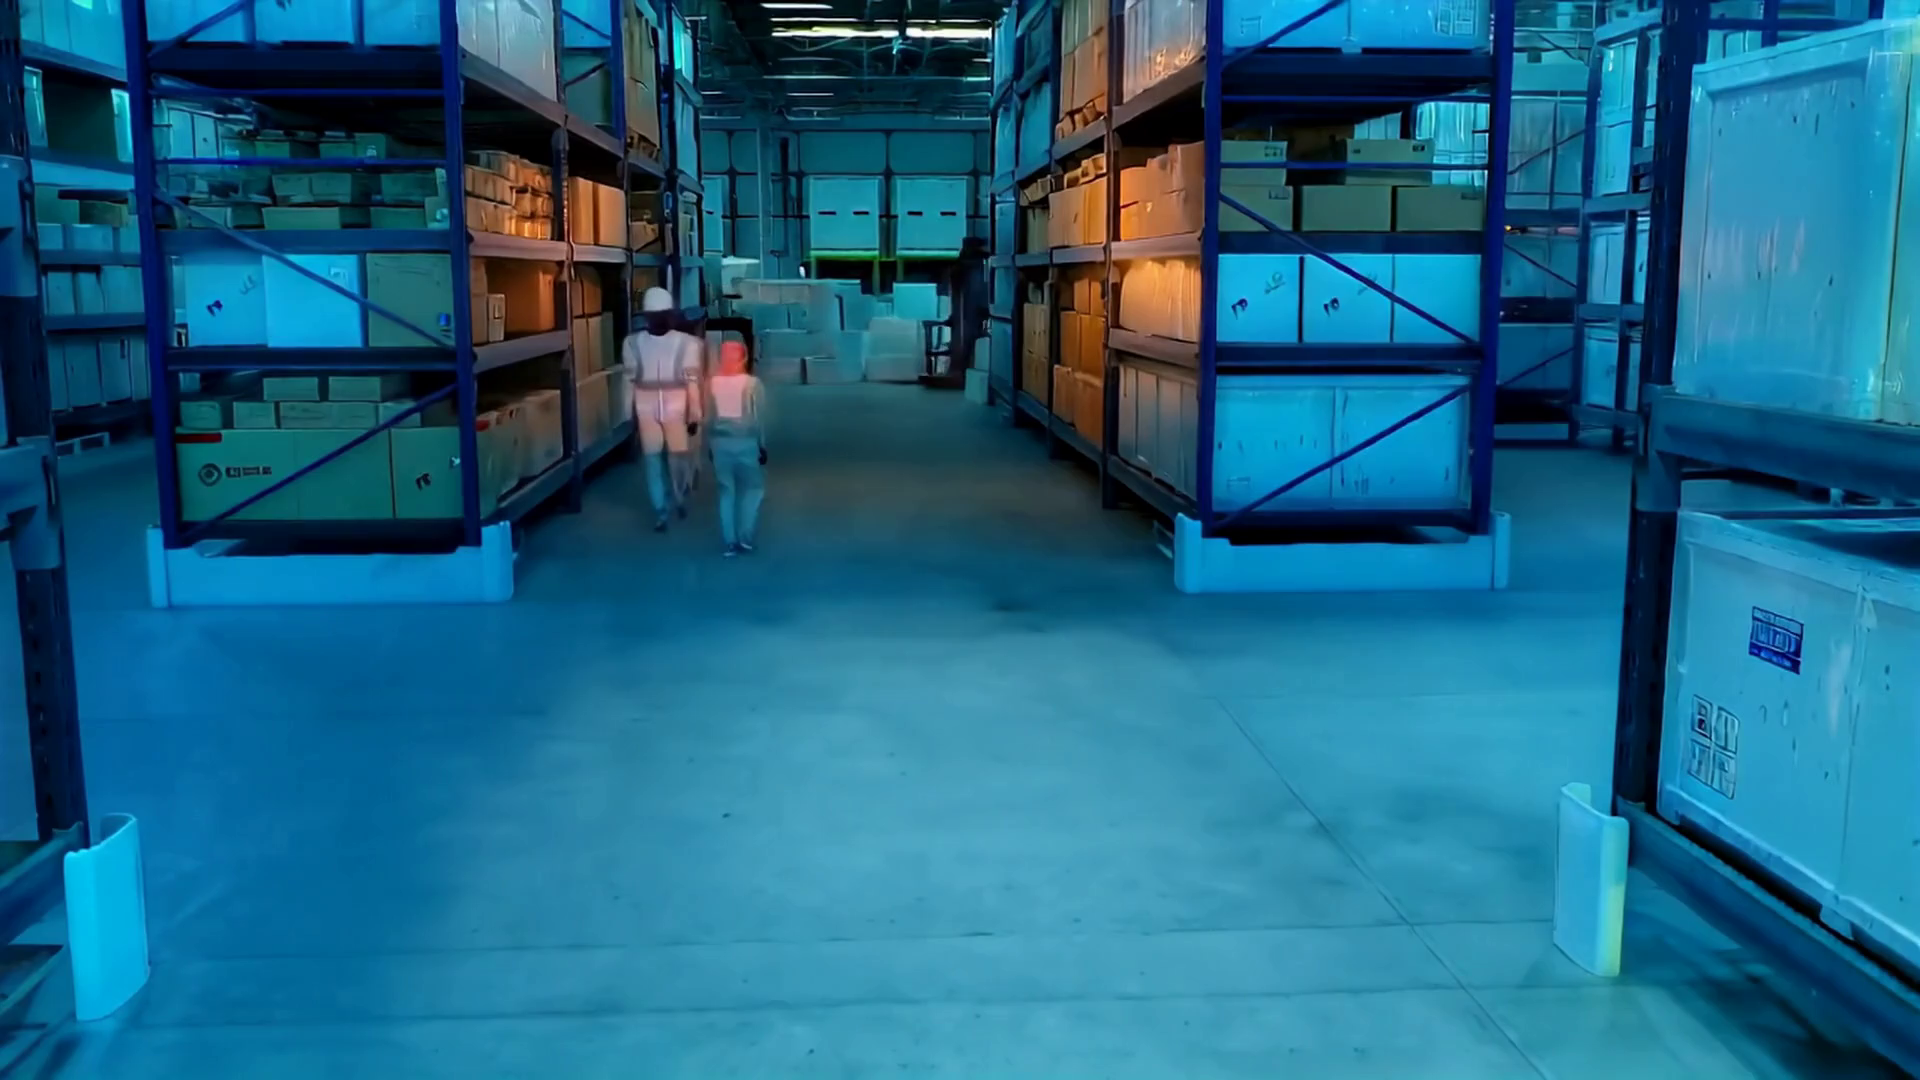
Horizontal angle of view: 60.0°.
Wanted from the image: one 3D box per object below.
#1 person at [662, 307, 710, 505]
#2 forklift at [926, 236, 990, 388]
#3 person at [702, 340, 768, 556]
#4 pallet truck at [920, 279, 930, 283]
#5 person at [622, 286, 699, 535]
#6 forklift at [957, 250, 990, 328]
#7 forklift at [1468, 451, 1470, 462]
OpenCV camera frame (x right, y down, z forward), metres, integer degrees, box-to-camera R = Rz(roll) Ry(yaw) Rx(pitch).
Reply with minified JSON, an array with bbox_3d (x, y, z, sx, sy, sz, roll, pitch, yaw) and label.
[{"bbox_3d":[-2.617,-1.227,15.358,0.627,1.830,0.430,-1,9,-6],"label":"person"},{"bbox_3d":[0.265,-4.273,31.162,1.873,2.768,1.129,-1,9,-5],"label":"forklift"},{"bbox_3d":[-1.691,-0.689,12.563,0.544,1.623,0.375,2,9,15],"label":"person"},{"bbox_3d":[-0.932,-8.922,63.114,1.885,1.965,0.823,2,9,13],"label":"pallet truck"},{"bbox_3d":[-2.444,-1.048,13.579,0.617,2.027,0.466,0,9,-2],"label":"person"},{"bbox_3d":[0.393,-6.751,46.723,1.129,2.768,1.873,2,9,11],"label":"forklift"},{"bbox_3d":[4.610,-2.207,18.189,1.873,2.768,1.129,4,10,22],"label":"forklift"}]
